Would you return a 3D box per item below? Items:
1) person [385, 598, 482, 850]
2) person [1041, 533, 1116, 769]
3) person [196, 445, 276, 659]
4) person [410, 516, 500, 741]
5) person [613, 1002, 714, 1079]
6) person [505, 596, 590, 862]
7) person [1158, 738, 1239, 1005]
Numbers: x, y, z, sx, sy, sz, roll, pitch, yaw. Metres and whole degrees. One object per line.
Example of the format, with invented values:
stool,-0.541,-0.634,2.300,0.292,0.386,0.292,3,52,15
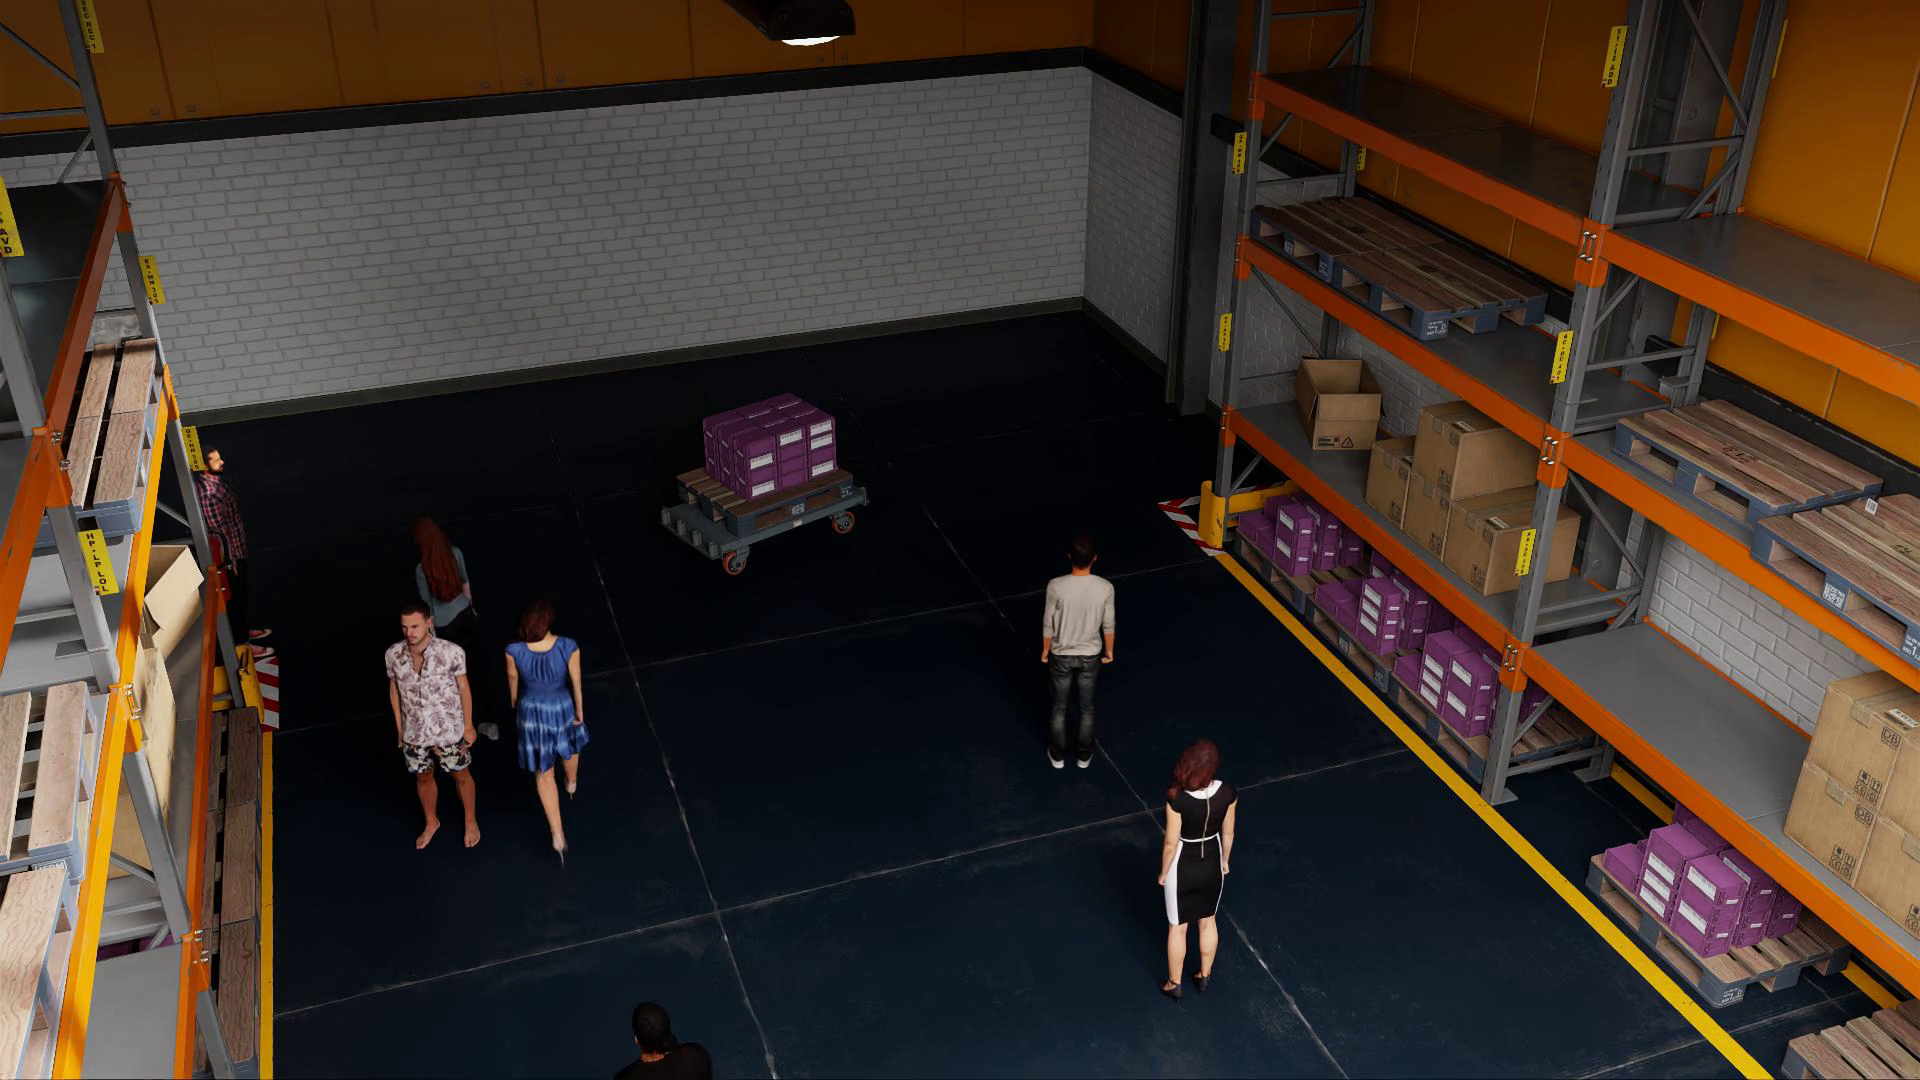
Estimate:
person,-3.393,1.165,10.720,0.734,1.816,0.683,-1,29,-1
person,0.798,0.783,11.433,0.712,1.804,0.650,-1,29,-2
person,-5.638,0.068,12.788,0.773,1.761,0.528,-12,31,-22
person,-3.538,0.662,11.783,1.273,1.682,1.015,24,36,36
person,-1.293,2.877,7.660,0.750,1.740,0.863,-17,33,-29
person,-2.636,1.227,10.668,0.668,1.757,1.134,-7,29,-13
person,1.329,1.885,9.422,0.592,1.796,0.496,-8,30,-14
